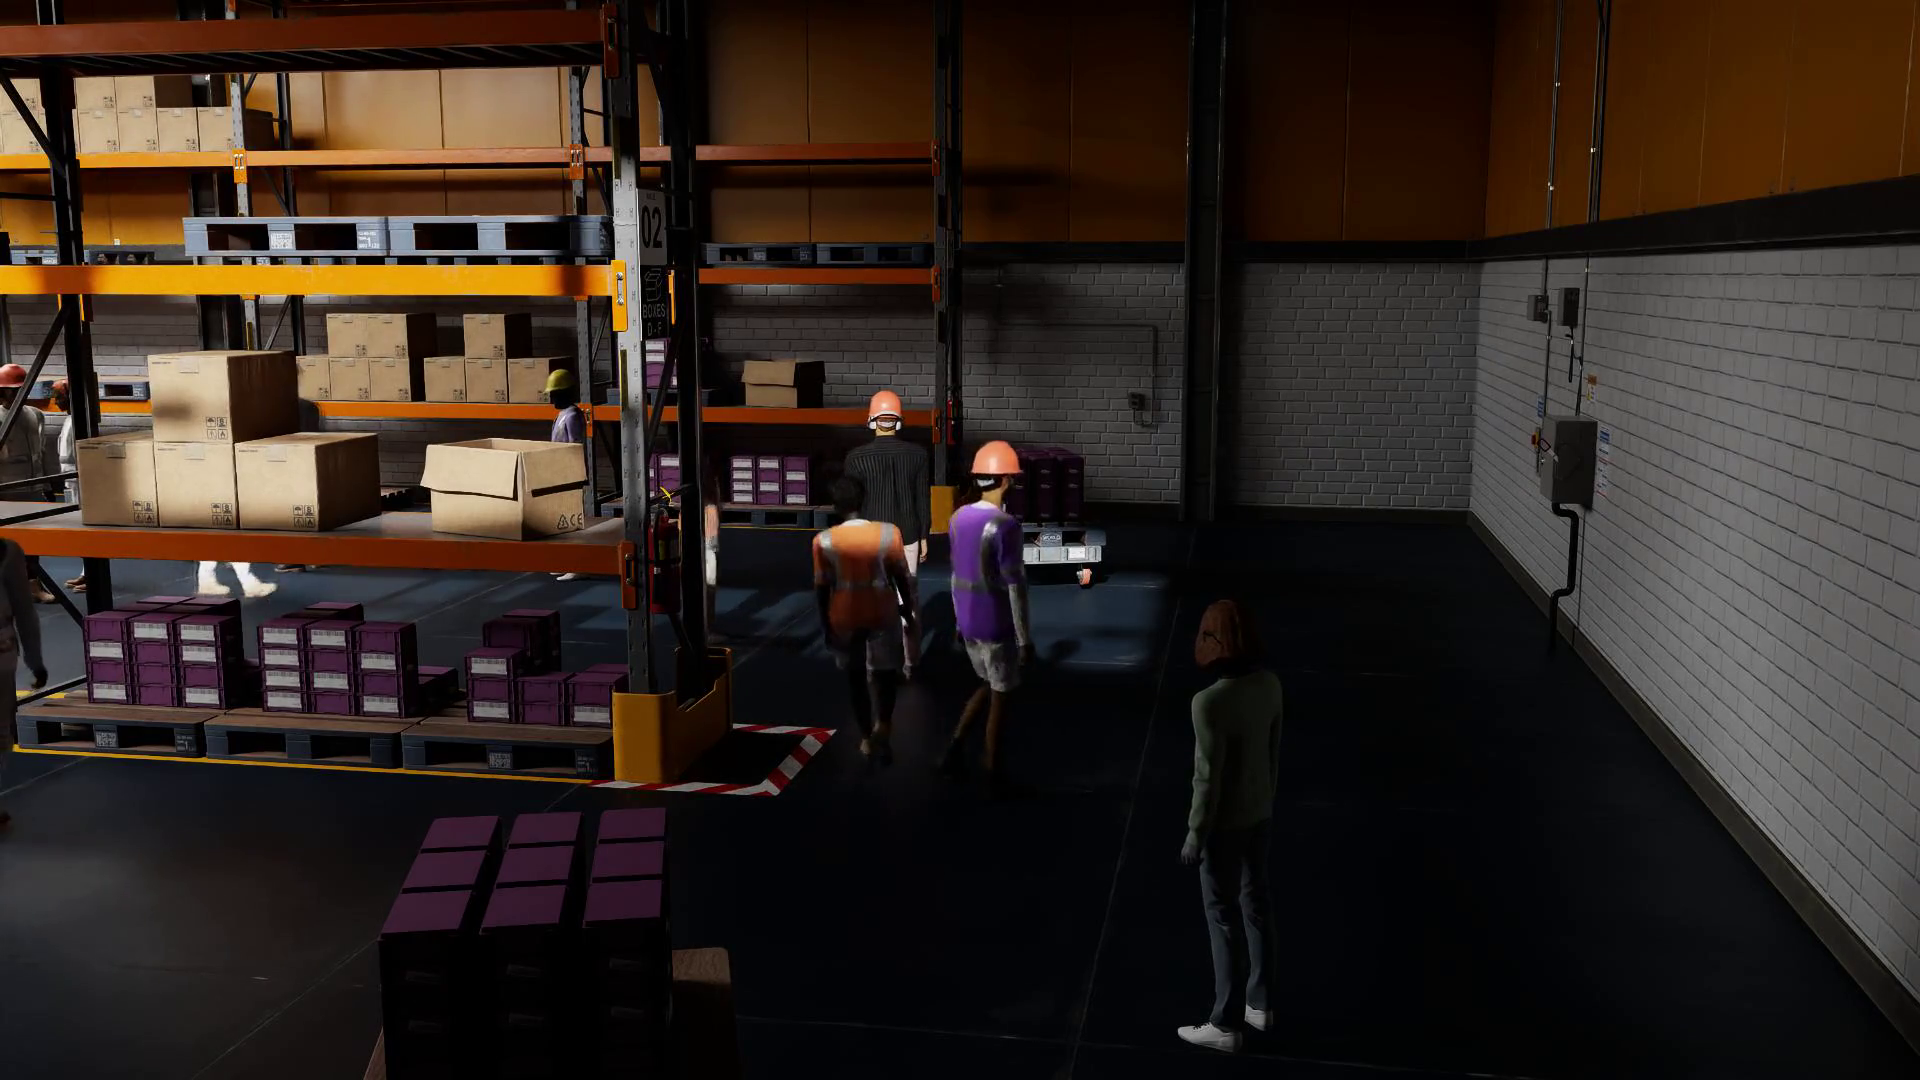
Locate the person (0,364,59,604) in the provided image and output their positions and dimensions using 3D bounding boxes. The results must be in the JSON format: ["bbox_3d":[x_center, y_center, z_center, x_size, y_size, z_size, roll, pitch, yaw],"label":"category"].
[{"bbox_3d":[-7.792,-0.441,13.813,0.385,2.041,0.615,3,10,19],"label":"person"}]

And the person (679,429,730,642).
[{"bbox_3d":[-1.973,-0.033,12.604,0.328,1.621,0.562,-4,10,-26],"label":"person"}]

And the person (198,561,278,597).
[{"bbox_3d":[-6.259,-0.405,14.336,0.847,1.801,0.630,0,9,2],"label":"person"}]

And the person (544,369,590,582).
[{"bbox_3d":[-3.555,-0.587,15.083,0.368,1.926,0.587,-4,10,-21],"label":"person"}]

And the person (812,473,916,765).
[{"bbox_3d":[-0.537,0.465,9.338,0.585,1.664,0.615,0,9,-2],"label":"person"}]

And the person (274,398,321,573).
[{"bbox_3d":[-6.219,-0.667,15.529,0.361,1.963,0.672,4,10,24],"label":"person"}]

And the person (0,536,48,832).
[{"bbox_3d":[-4.698,0.613,7.874,0.573,1.857,0.905,-2,9,-11],"label":"person"}]

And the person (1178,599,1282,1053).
[{"bbox_3d":[0.975,1.021,6.008,0.276,1.631,0.507,8,12,42],"label":"person"}]

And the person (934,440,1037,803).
[{"bbox_3d":[0.169,0.442,8.722,0.422,1.925,0.577,-5,11,-30],"label":"person"}]

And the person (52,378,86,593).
[{"bbox_3d":[-7.678,-0.480,14.540,0.358,1.886,0.574,-7,11,-36],"label":"person"}]

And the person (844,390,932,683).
[{"bbox_3d":[-0.494,-0.020,11.345,0.610,1.996,0.379,-3,10,-17],"label":"person"}]
